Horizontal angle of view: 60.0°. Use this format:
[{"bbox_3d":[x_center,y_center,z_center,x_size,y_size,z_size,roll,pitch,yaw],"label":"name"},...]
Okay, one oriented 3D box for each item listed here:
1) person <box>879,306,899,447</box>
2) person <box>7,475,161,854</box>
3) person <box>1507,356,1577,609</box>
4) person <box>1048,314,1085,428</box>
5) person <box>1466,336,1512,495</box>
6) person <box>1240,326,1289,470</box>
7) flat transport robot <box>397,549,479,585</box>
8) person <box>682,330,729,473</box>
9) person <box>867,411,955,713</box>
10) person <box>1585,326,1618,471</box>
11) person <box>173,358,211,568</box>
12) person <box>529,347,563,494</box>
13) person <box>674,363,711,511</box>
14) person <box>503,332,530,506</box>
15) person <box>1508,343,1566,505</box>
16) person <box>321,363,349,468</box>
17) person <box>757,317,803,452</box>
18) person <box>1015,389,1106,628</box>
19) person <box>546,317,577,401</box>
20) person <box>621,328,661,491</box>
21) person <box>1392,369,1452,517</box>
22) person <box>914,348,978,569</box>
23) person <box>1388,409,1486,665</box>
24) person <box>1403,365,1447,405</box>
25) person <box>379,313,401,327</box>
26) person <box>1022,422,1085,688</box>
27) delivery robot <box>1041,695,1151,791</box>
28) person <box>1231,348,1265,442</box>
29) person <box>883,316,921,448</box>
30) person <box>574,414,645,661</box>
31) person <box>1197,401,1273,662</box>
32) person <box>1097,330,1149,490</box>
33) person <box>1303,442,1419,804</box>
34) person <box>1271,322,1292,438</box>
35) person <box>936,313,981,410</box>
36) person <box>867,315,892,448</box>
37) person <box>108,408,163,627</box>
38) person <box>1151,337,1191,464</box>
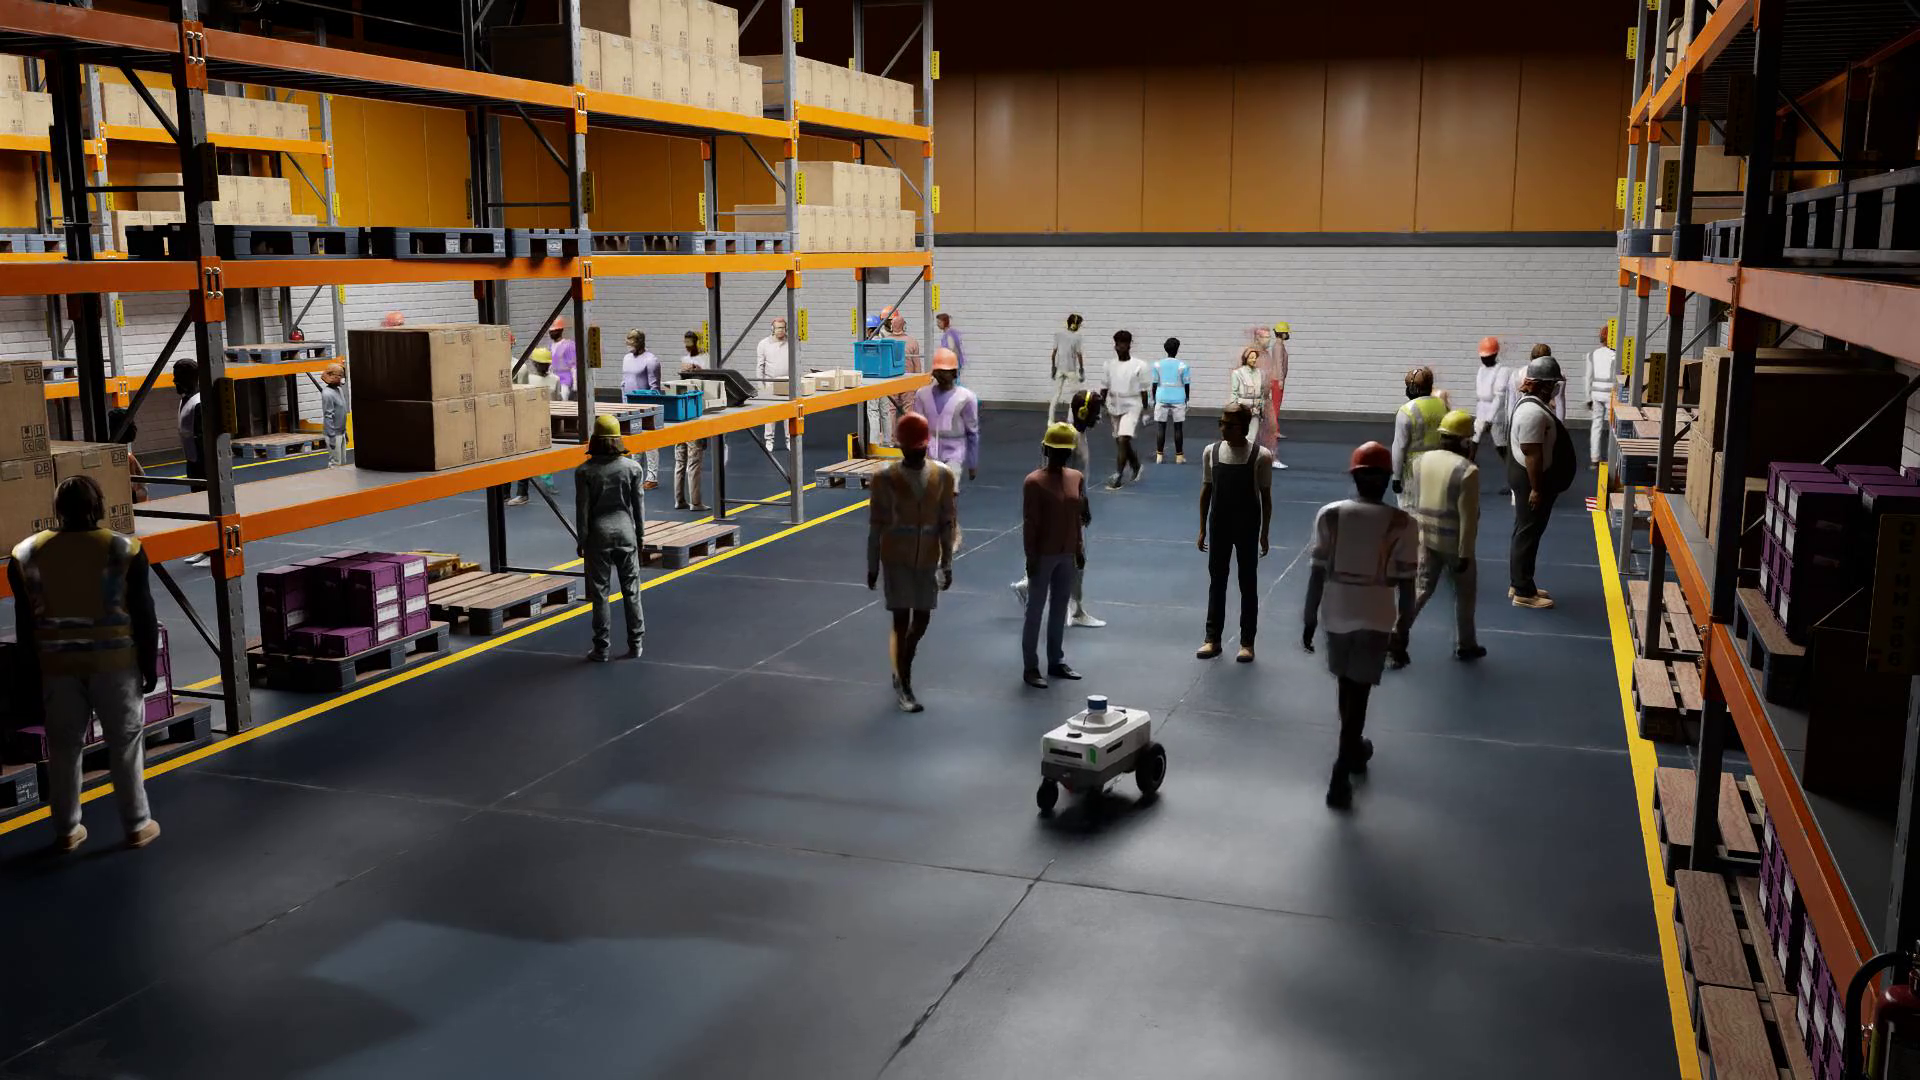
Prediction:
[{"bbox_3d":[-1.011,-2.377,24.196,0.372,2.042,0.615,5,11,27],"label":"person"},{"bbox_3d":[-4.198,0.601,8.042,0.623,1.835,0.430,-2,10,-12],"label":"person"},{"bbox_3d":[4.717,-0.478,13.510,0.538,2.000,0.690,3,10,15],"label":"person"},{"bbox_3d":[1.683,-2.681,26.502,0.584,1.834,0.365,7,13,36],"label":"person"},{"bbox_3d":[6.191,-1.433,19.369,0.951,1.880,0.543,-5,11,-26],"label":"person"},{"bbox_3d":[3.920,-1.823,21.564,0.823,1.875,0.655,9,13,41],"label":"person"},{"bbox_3d":[-4.802,0.295,14.142,0.652,0.197,1.431,4,11,20],"label":"flat transport robot"},{"bbox_3d":[-3.351,-1.808,21.581,0.513,1.841,0.846,5,11,26],"label":"person"},{"bbox_3d":[-0.338,0.099,10.651,0.548,1.907,0.767,-3,11,-18],"label":"person"},{"bbox_3d":[8.422,-1.843,21.657,0.392,1.879,0.615,-8,13,-38],"label":"person"},{"bbox_3d":[-6.916,-0.702,15.159,0.392,1.911,0.582,-7,12,-33],"label":"person"},{"bbox_3d":[-4.995,-1.438,19.802,0.532,1.736,0.819,-9,14,-42],"label":"person"},{"bbox_3d":[-2.974,-1.130,18.335,0.517,1.634,0.311,8,13,37],"label":"person"},{"bbox_3d":[-5.108,-1.384,18.744,0.621,1.994,0.381,6,12,31],"label":"person"},{"bbox_3d":[6.447,-1.278,18.613,0.628,1.836,0.429,7,12,34],"label":"person"},{"bbox_3d":[-6.936,-1.160,18.532,0.298,1.622,0.506,-1,10,-5],"label":"person"},{"bbox_3d":[-2.543,-2.192,23.550,0.653,1.904,0.405,-3,10,-14],"label":"person"},{"bbox_3d":[0.781,-0.240,12.736,0.647,1.839,0.559,2,10,11],"label":"person"},{"bbox_3d":[-5.820,-2.244,23.859,0.557,1.890,0.966,9,14,43],"label":"person"},{"bbox_3d":[-3.828,-1.557,19.883,0.630,1.938,0.373,8,13,39],"label":"person"},{"bbox_3d":[4.061,-0.597,14.777,0.624,1.837,0.429,-6,12,-30],"label":"person"},{"bbox_3d":[-0.125,-0.785,15.393,0.611,1.998,1.052,5,11,24],"label":"person"},{"bbox_3d":[3.342,-0.013,11.586,0.856,1.800,0.585,-7,12,-34],"label":"person"},{"bbox_3d":[5.174,-1.142,18.444,0.520,1.612,0.665,6,12,32],"label":"person"},{"bbox_3d":[-7.916,-2.210,23.494,0.386,1.967,0.670,10,14,44],"label":"person"},{"bbox_3d":[0.636,0.092,11.081,0.527,1.765,0.328,-8,13,-40],"label":"person"},{"bbox_3d":[0.720,1.062,8.757,0.477,0.478,0.707,6,12,31],"label":"delivery robot"},{"bbox_3d":[3.619,-1.599,20.949,0.512,1.642,0.312,-5,11,-27],"label":"person"},{"bbox_3d":[-0.867,-2.257,23.906,0.640,1.911,0.410,1,10,6],"label":"person"},{"bbox_3d":[-2.473,-0.017,11.754,0.494,1.743,0.309,-5,11,-25],"label":"person"},{"bbox_3d":[1.932,-0.061,11.719,0.513,1.841,0.326,5,11,25],"label":"person"},{"bbox_3d":[2.012,-1.595,20.174,0.623,1.925,0.970,6,12,32],"label":"person"},{"bbox_3d":[2.165,0.416,8.932,0.561,1.871,0.932,5,11,27],"label":"person"},{"bbox_3d":[4.865,-2.431,25.284,0.312,1.768,0.530,1,10,6],"label":"person"},{"bbox_3d":[-0.051,-2.910,27.905,0.701,1.806,0.579,-2,10,-9],"label":"person"},{"bbox_3d":[-1.185,-2.162,23.253,0.405,1.946,0.612,7,12,36],"label":"person"},{"bbox_3d":[-6.332,-0.154,12.653,0.315,1.696,0.541,-8,13,-40],"label":"person"},{"bbox_3d":[2.819,-1.857,22.240,0.540,1.696,0.317,3,11,16],"label":"person"}]
